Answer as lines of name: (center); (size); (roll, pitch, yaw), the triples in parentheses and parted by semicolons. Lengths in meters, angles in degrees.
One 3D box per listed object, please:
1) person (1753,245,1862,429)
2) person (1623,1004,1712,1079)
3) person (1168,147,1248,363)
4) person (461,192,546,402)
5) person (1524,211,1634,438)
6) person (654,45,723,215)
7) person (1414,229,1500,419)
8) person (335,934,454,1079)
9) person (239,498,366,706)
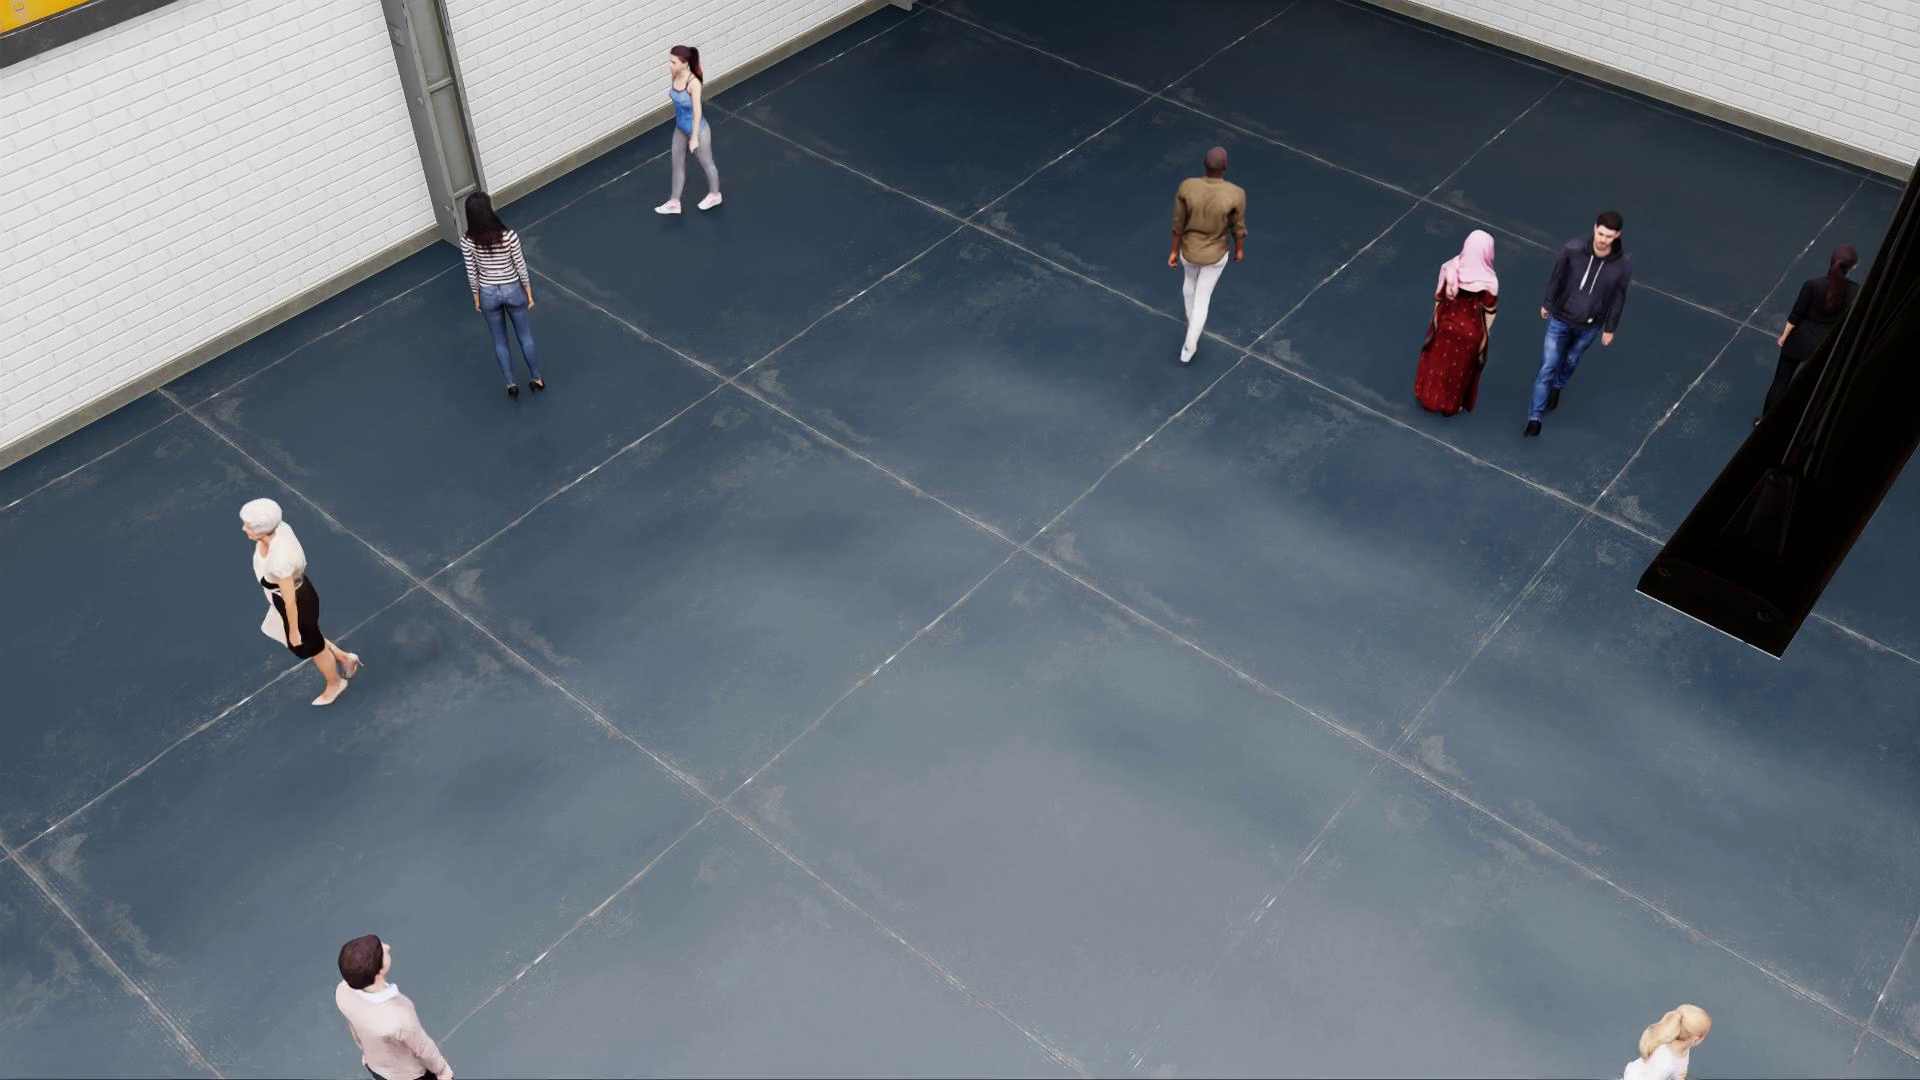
person: (6.302, -1.443, 12.312); (0.663, 1.659, 0.647); (15, 46, 15)
person: (3.342, 2.711, 8.247); (0.502, 1.252, 0.696); (-33, 53, -30)
person: (1.886, -2.182, 12.992); (0.983, 1.791, 1.170); (13, 45, 13)
person: (-3.471, -1.833, 12.624); (0.635, 1.794, 0.714); (-7, 44, -8)
person: (4.635, -1.702, 12.446); (0.938, 1.850, 1.202); (15, 46, 15)
person: (-2.301, -3.627, 14.654); (0.897, 1.591, 0.646); (-32, 52, -29)
person: (3.770, -1.634, 12.527); (0.660, 1.639, 0.602); (27, 50, 26)
person: (-2.734, 2.571, 8.005); (0.657, 1.788, 1.062); (26, 49, 24)
person: (-4.023, 0.380, 10.337); (0.873, 1.744, 0.809); (-17, 46, -17)
